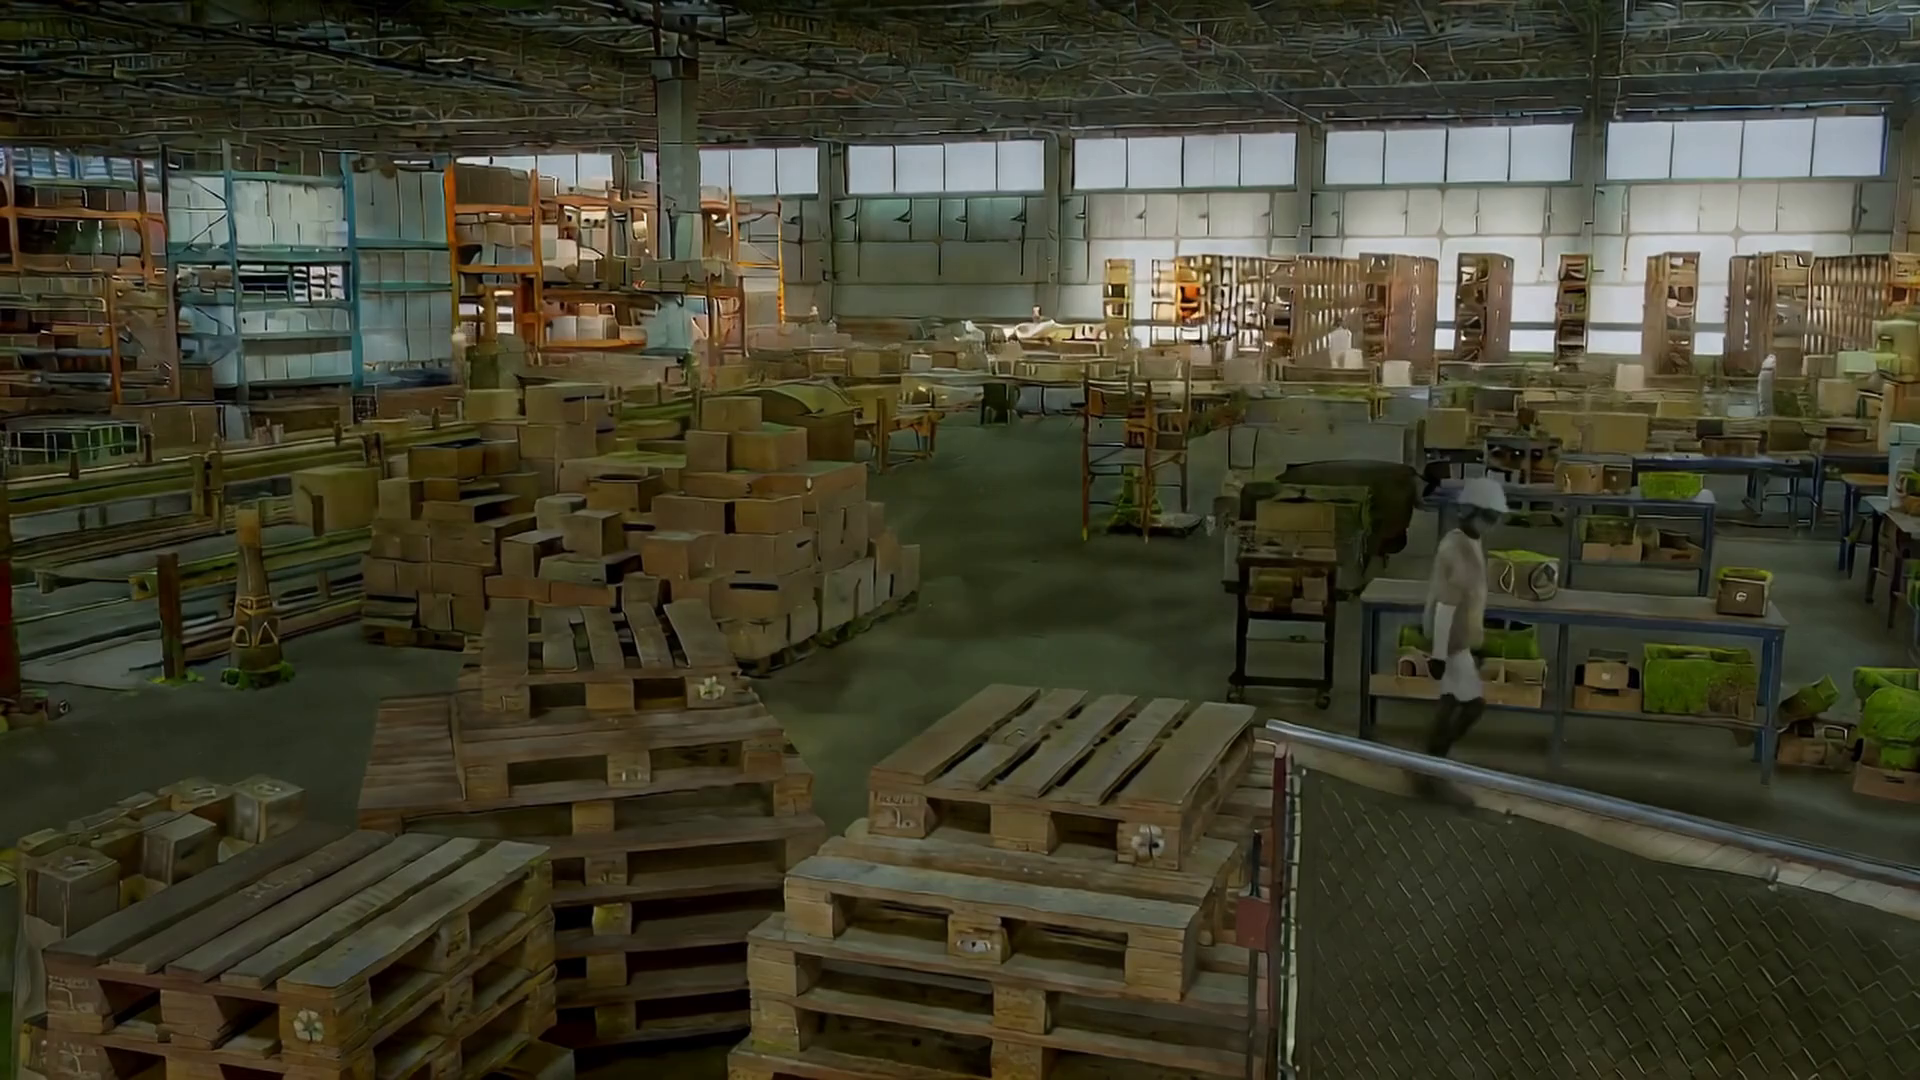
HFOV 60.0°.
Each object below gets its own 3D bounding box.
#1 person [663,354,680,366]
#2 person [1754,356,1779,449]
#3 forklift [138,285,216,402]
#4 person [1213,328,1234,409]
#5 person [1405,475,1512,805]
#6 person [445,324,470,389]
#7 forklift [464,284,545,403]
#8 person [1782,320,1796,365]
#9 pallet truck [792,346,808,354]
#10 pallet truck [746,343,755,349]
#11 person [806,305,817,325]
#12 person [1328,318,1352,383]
[{"bbox_3d":[-6.610,-4.004,38.424,1.026,1.855,0.664,-5,10,-30],"label":"person"},{"bbox_3d":[14.138,-2.411,29.129,0.501,1.633,0.282,-5,10,-30],"label":"person"},{"bbox_3d":[-17.480,-4.200,36.461,1.873,2.768,1.129,3,10,19],"label":"forklift"},{"bbox_3d":[5.973,-3.902,37.893,0.591,1.826,0.403,-9,12,-43],"label":"person"},{"bbox_3d":[2.869,0.581,9.466,0.447,1.912,0.542,4,10,22],"label":"person"},{"bbox_3d":[-13.357,-4.868,44.273,0.538,1.721,0.888,3,9,17],"label":"person"},{"bbox_3d":[-10.832,-4.702,39.610,1.129,2.768,1.873,3,10,20],"label":"forklift"},{"bbox_3d":[23.589,-5.509,47.580,0.966,1.946,0.648,4,10,24],"label":"person"},{"bbox_3d":[-3.705,-4.298,42.022,0.653,1.274,1.630,3,10,20],"label":"pallet truck"},{"bbox_3d":[-6.183,-4.618,44.264,1.601,1.201,0.680,-9,12,-43],"label":"pallet truck"},{"bbox_3d":[-4.892,-6.725,54.934,0.394,2.044,0.609,-1,9,-8],"label":"person"},{"bbox_3d":[10.006,-4.895,43.877,0.652,1.906,0.403,-3,9,-17],"label":"person"}]
